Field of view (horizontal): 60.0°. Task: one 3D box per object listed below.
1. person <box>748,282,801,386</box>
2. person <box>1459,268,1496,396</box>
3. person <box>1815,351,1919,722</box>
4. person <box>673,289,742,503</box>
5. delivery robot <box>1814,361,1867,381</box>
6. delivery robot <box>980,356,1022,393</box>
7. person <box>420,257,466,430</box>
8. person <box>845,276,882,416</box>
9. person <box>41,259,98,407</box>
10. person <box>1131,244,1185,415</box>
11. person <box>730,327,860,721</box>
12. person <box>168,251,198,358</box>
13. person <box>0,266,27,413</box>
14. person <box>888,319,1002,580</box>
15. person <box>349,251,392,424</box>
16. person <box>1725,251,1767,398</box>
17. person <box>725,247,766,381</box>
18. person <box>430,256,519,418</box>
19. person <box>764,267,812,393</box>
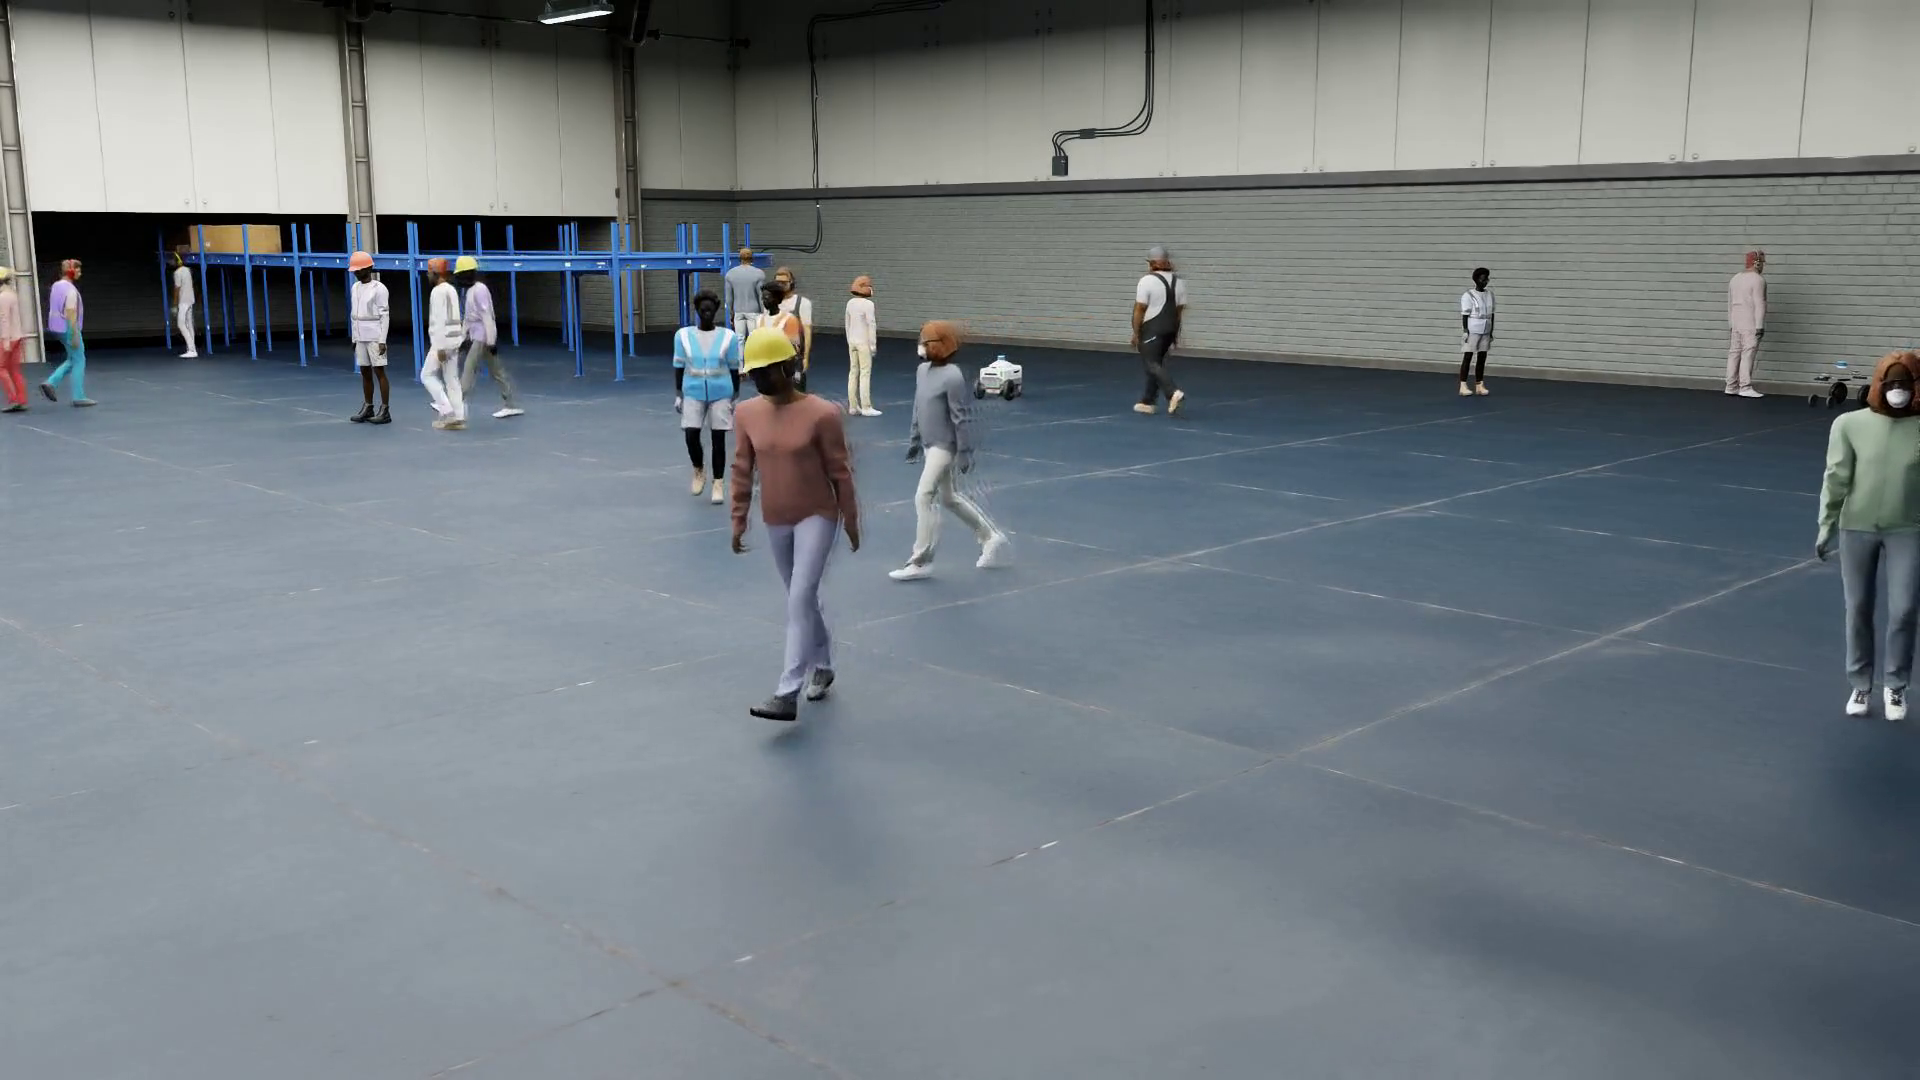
[{"bbox_3d":[-1.825,-1.609,15.830,0.551,1.663,0.787,9,14,41],"label":"person"},{"bbox_3d":[6.863,-2.763,22.057,0.530,1.689,0.321,-5,11,-24],"label":"person"},{"bbox_3d":[4.016,-0.011,7.242,0.505,1.616,0.434,6,12,32],"label":"person"},{"bbox_3d":[-1.987,-1.128,13.123,0.544,1.687,0.356,-1,10,-5],"label":"person"},{"bbox_3d":[11.001,-2.113,20.757,0.698,0.223,0.335,-4,11,-22],"label":"delivery robot"},{"bbox_3d":[0.538,-2.166,21.745,0.477,0.478,0.707,5,11,24],"label":"delivery robot"},{"bbox_3d":[-5.653,-2.132,18.127,0.486,1.866,0.598,0,10,1],"label":"person"},{"bbox_3d":[-1.155,-2.289,19.625,0.286,1.632,0.501,-9,13,-39],"label":"person"},{"bbox_3d":[-11.046,-2.556,20.557,0.594,1.820,0.508,9,14,41],"label":"person"},{"bbox_3d":[2.373,-2.475,19.638,0.677,2.000,0.874,-9,14,-42],"label":"person"},{"bbox_3d":[-0.732,-0.073,7.312,0.549,1.715,0.909,5,11,24],"label":"person"},{"bbox_3d":[-13.391,-4.054,28.722,0.359,1.834,0.658,0,10,0],"label":"person"},{"bbox_3d":[-11.432,-2.392,19.849,0.421,1.750,0.559,-4,11,-20],"label":"person"},{"bbox_3d":[-0.076,-0.579,10.383,0.781,1.603,0.497,-5,11,-24],"label":"person"},{"bbox_3d":[-6.694,-2.286,18.804,0.542,1.929,0.368,6,12,29],"label":"person"},{"bbox_3d":[10.357,-2.830,21.826,0.401,1.906,0.650,-2,11,-9],"label":"person"},{"bbox_3d":[-3.099,-3.295,24.271,0.636,1.939,0.358,3,11,16],"label":"person"},{"bbox_3d":[-5.617,-2.329,19.189,1.026,1.862,0.586,-4,11,-19],"label":"person"},{"bbox_3d":[-1.722,-1.836,16.724,0.510,1.802,0.952,1,10,7],"label":"person"}]
